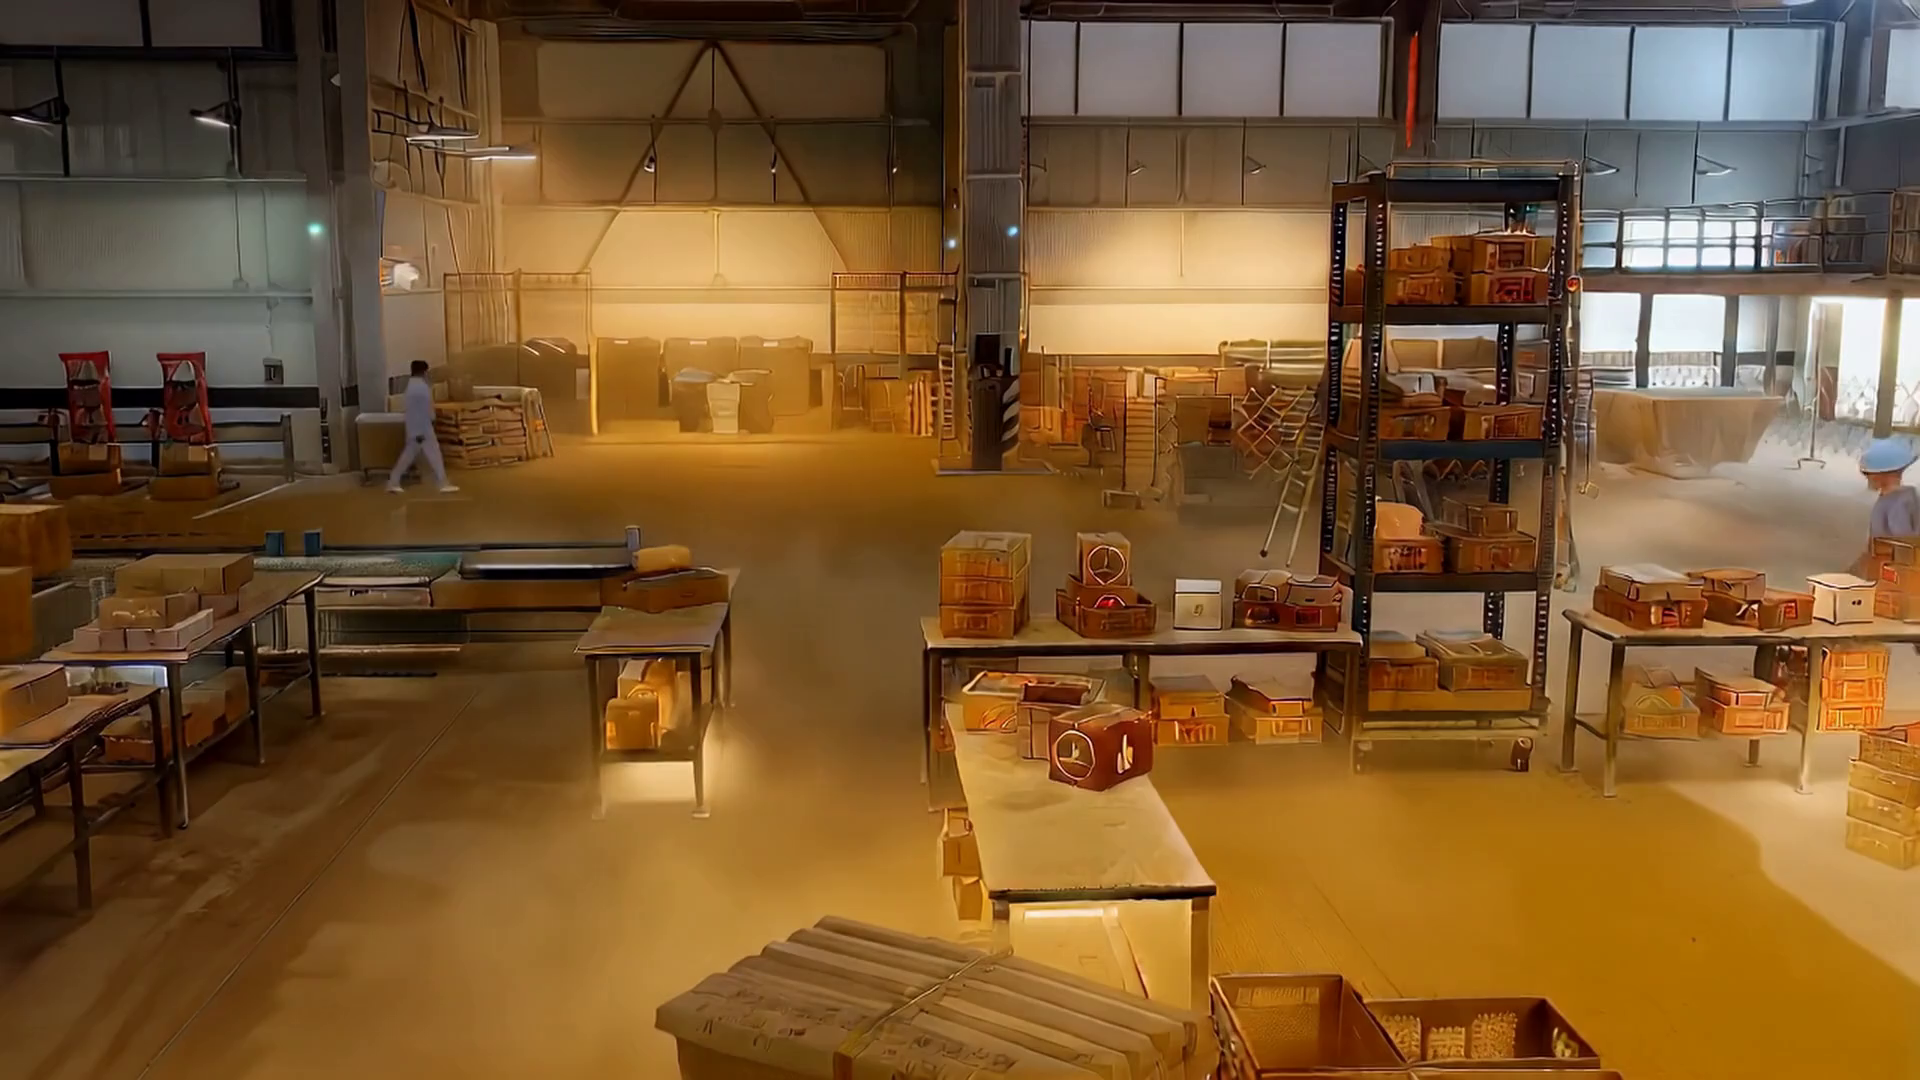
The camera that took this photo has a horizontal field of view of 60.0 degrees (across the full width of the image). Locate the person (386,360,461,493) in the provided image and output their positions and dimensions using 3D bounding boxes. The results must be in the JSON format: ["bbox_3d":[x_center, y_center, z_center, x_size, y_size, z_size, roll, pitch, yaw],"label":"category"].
[{"bbox_3d":[-7.550,-1.569,23.139,0.970,1.866,0.652,-6,11,-32],"label":"person"}]

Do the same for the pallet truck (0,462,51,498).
[{"bbox_3d":[-13.193,-1.293,23.148,0.653,1.274,1.630,-1,9,-4],"label":"pallet truck"}]

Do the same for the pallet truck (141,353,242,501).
[{"bbox_3d":[-10.520,-1.604,22.925,0.823,1.965,1.885,-1,9,-6],"label":"pallet truck"}]

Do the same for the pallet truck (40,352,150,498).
[{"bbox_3d":[-11.907,-1.642,23.165,0.823,1.965,1.885,0,9,0],"label":"pallet truck"}]

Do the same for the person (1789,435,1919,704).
[{"bbox_3d":[6.282,0.269,11.254,1.023,1.974,0.631,7,11,37],"label":"person"}]
